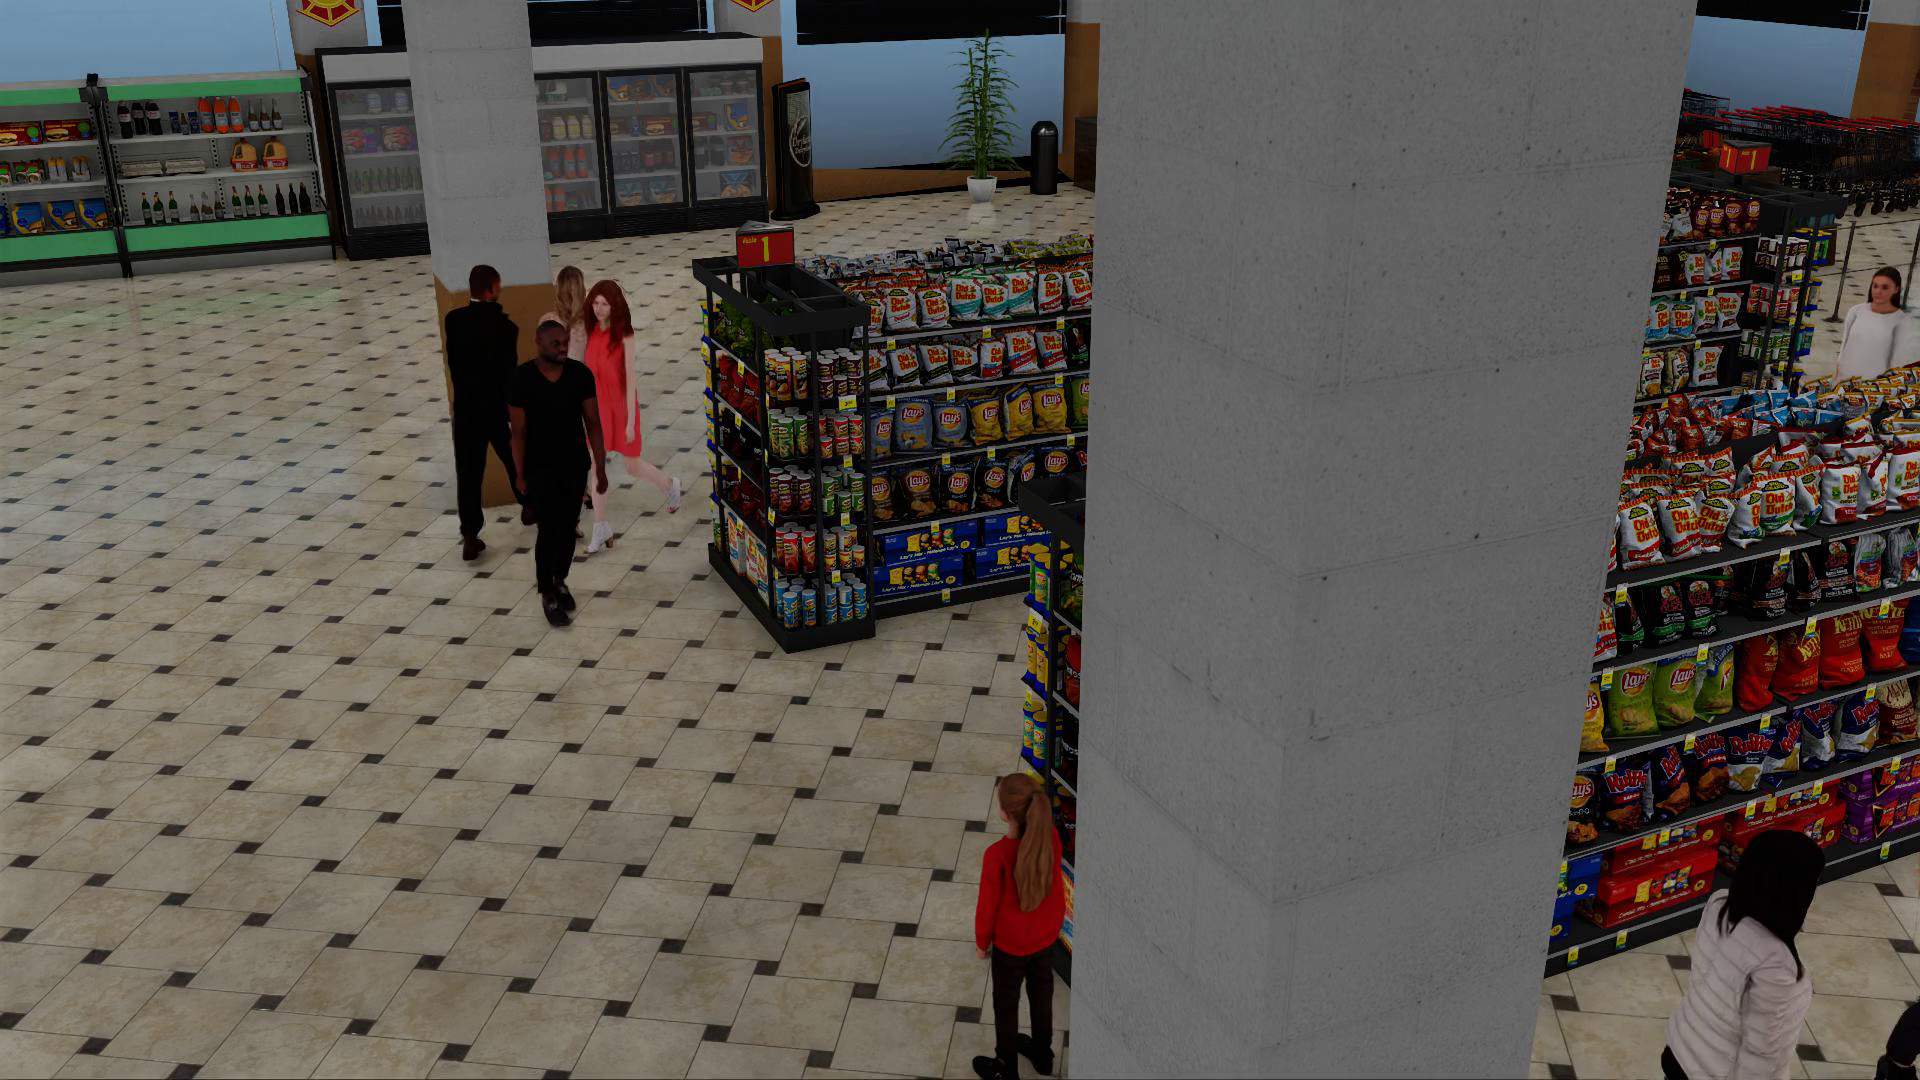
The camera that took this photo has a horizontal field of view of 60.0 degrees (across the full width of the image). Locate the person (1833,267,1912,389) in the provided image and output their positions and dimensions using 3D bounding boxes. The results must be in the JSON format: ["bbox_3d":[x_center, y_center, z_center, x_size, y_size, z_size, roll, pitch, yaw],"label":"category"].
[{"bbox_3d":[6.410,-1.107,11.737,0.871,1.672,0.753,-19,29,-39],"label":"person"}]

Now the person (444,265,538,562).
[{"bbox_3d":[-3.087,-0.789,10.689,1.254,1.862,1.221,3,22,7],"label":"person"}]

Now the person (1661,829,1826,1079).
[{"bbox_3d":[2.261,1.605,5.089,1.133,1.596,0.855,-3,22,-6],"label":"person"}]

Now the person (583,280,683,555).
[{"bbox_3d":[-2.154,-0.800,10.794,0.956,1.805,1.125,15,27,34],"label":"person"}]

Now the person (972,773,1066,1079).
[{"bbox_3d":[0.234,1.409,5.997,0.485,1.282,0.577,-13,25,-30],"label":"person"}]

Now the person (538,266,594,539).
[{"bbox_3d":[-2.566,-0.856,10.947,1.031,1.795,0.942,1,22,3],"label":"person"}]

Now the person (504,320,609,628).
[{"bbox_3d":[-2.414,-0.442,9.914,0.708,1.797,0.741,-11,24,-25],"label":"person"}]
